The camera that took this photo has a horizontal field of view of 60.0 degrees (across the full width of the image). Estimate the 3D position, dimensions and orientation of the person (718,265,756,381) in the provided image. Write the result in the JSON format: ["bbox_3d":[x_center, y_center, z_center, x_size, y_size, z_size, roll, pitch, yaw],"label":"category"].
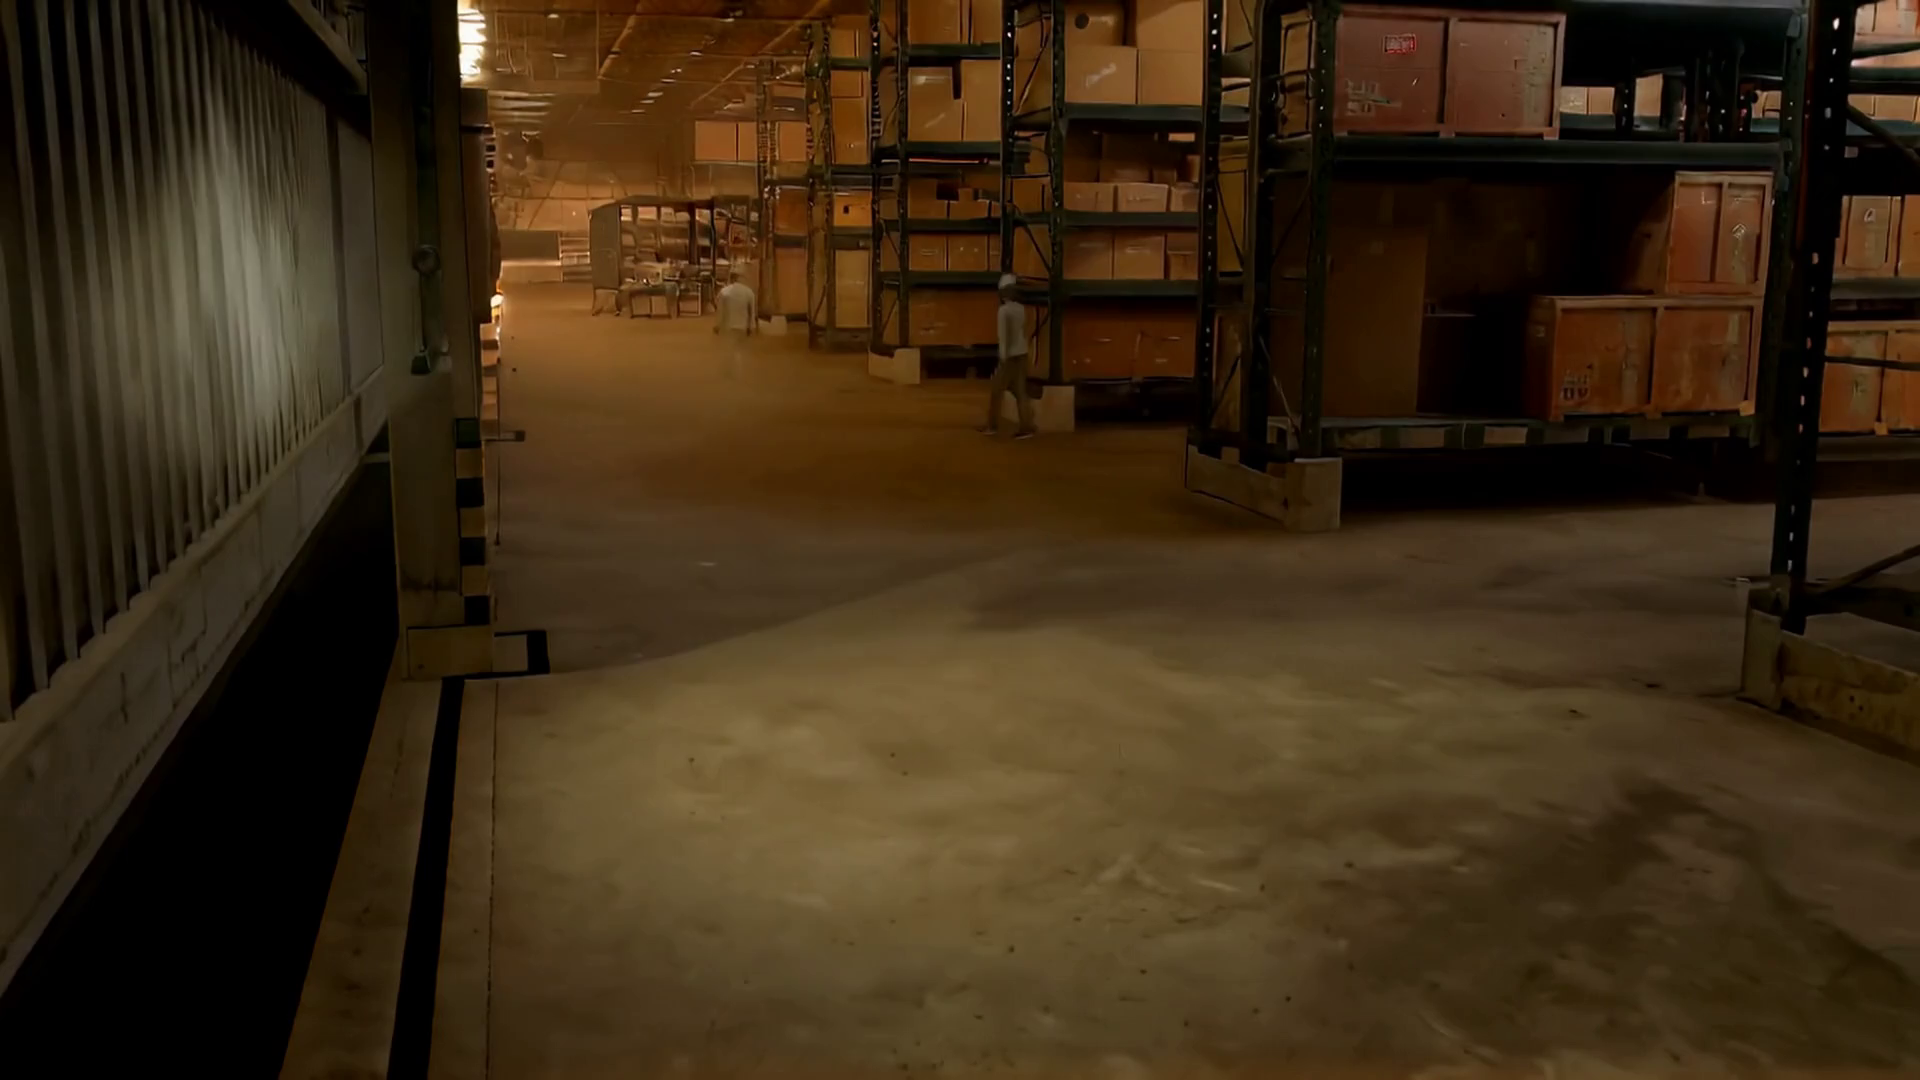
[{"bbox_3d":[-3.353,-3.258,25.030,0.584,1.739,0.435,-3,10,-17],"label":"person"}]

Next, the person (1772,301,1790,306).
[{"bbox_3d":[8.864,-2.036,18.002,0.923,1.782,0.592,-1,10,-7],"label":"person"}]

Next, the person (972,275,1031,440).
[{"bbox_3d":[0.466,-1.919,17.501,0.741,1.713,0.600,6,12,32],"label":"person"}]
